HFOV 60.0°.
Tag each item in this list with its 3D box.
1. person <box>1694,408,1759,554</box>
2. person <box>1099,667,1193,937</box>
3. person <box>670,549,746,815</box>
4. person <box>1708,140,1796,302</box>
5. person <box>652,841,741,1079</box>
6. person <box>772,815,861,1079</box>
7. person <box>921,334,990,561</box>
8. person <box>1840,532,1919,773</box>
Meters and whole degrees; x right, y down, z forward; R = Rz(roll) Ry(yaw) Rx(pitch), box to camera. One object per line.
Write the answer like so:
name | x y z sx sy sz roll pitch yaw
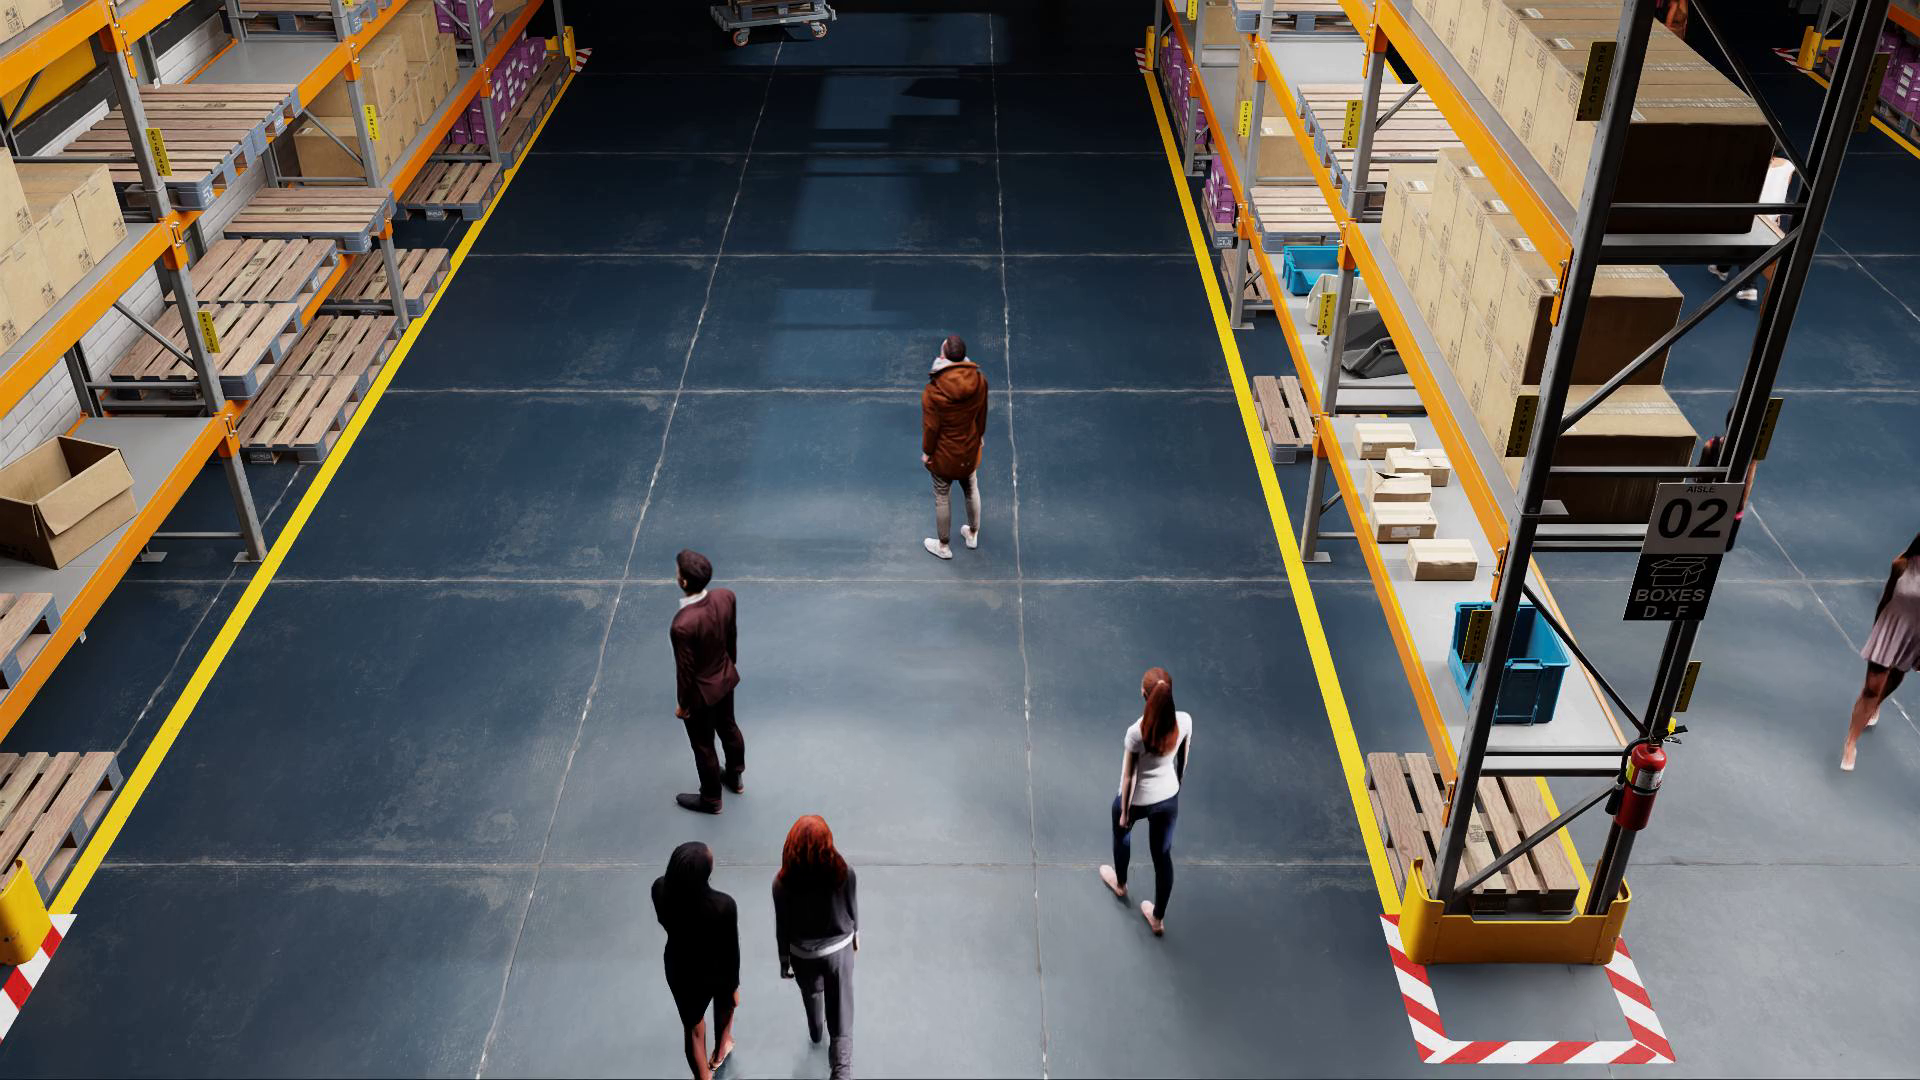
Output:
person | 5.524 -0.311 12.121 0.693 1.542 0.857 12 35 17
person | 1.091 1.512 9.225 0.742 1.713 0.901 -10 35 -15
person | -1.530 0.857 10.071 0.840 1.866 0.728 19 38 26
person | 7.797 -3.147 16.292 0.846 1.648 1.180 -8 34 -12
person | -1.272 2.192 8.210 0.599 1.704 0.688 1 34 1
person | -0.689 2.131 8.263 0.598 1.747 1.133 -2 34 -2
person | -0.038 -0.698 12.435 0.847 1.839 0.883 -18 38 -25
person | 6.013 0.605 10.584 0.940 1.718 1.178 19 38 26
